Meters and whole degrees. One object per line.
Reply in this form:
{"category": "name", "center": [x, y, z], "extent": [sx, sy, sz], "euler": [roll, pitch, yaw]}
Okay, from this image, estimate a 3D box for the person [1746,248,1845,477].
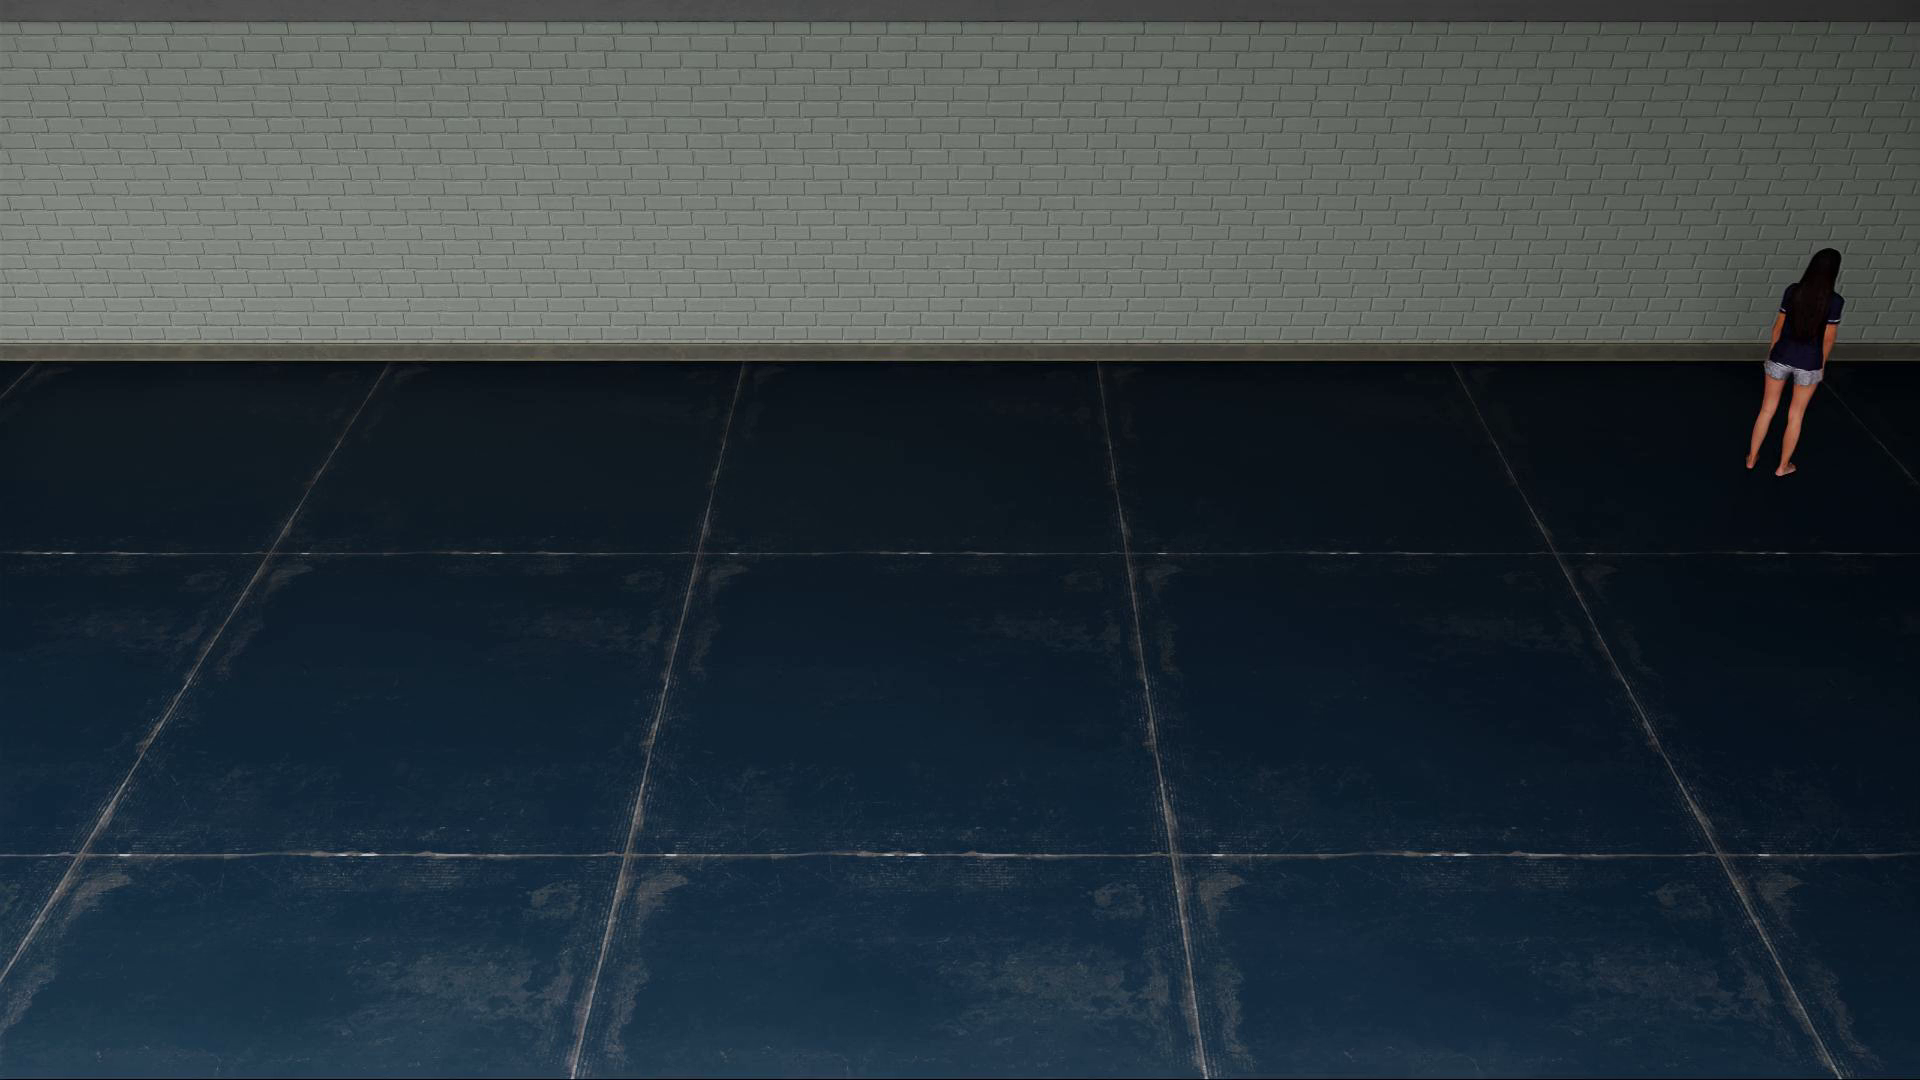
{"category": "person", "center": [6.099, -1.292, 12.143], "extent": [0.662, 1.766, 0.707], "euler": [24, 40, 32]}
